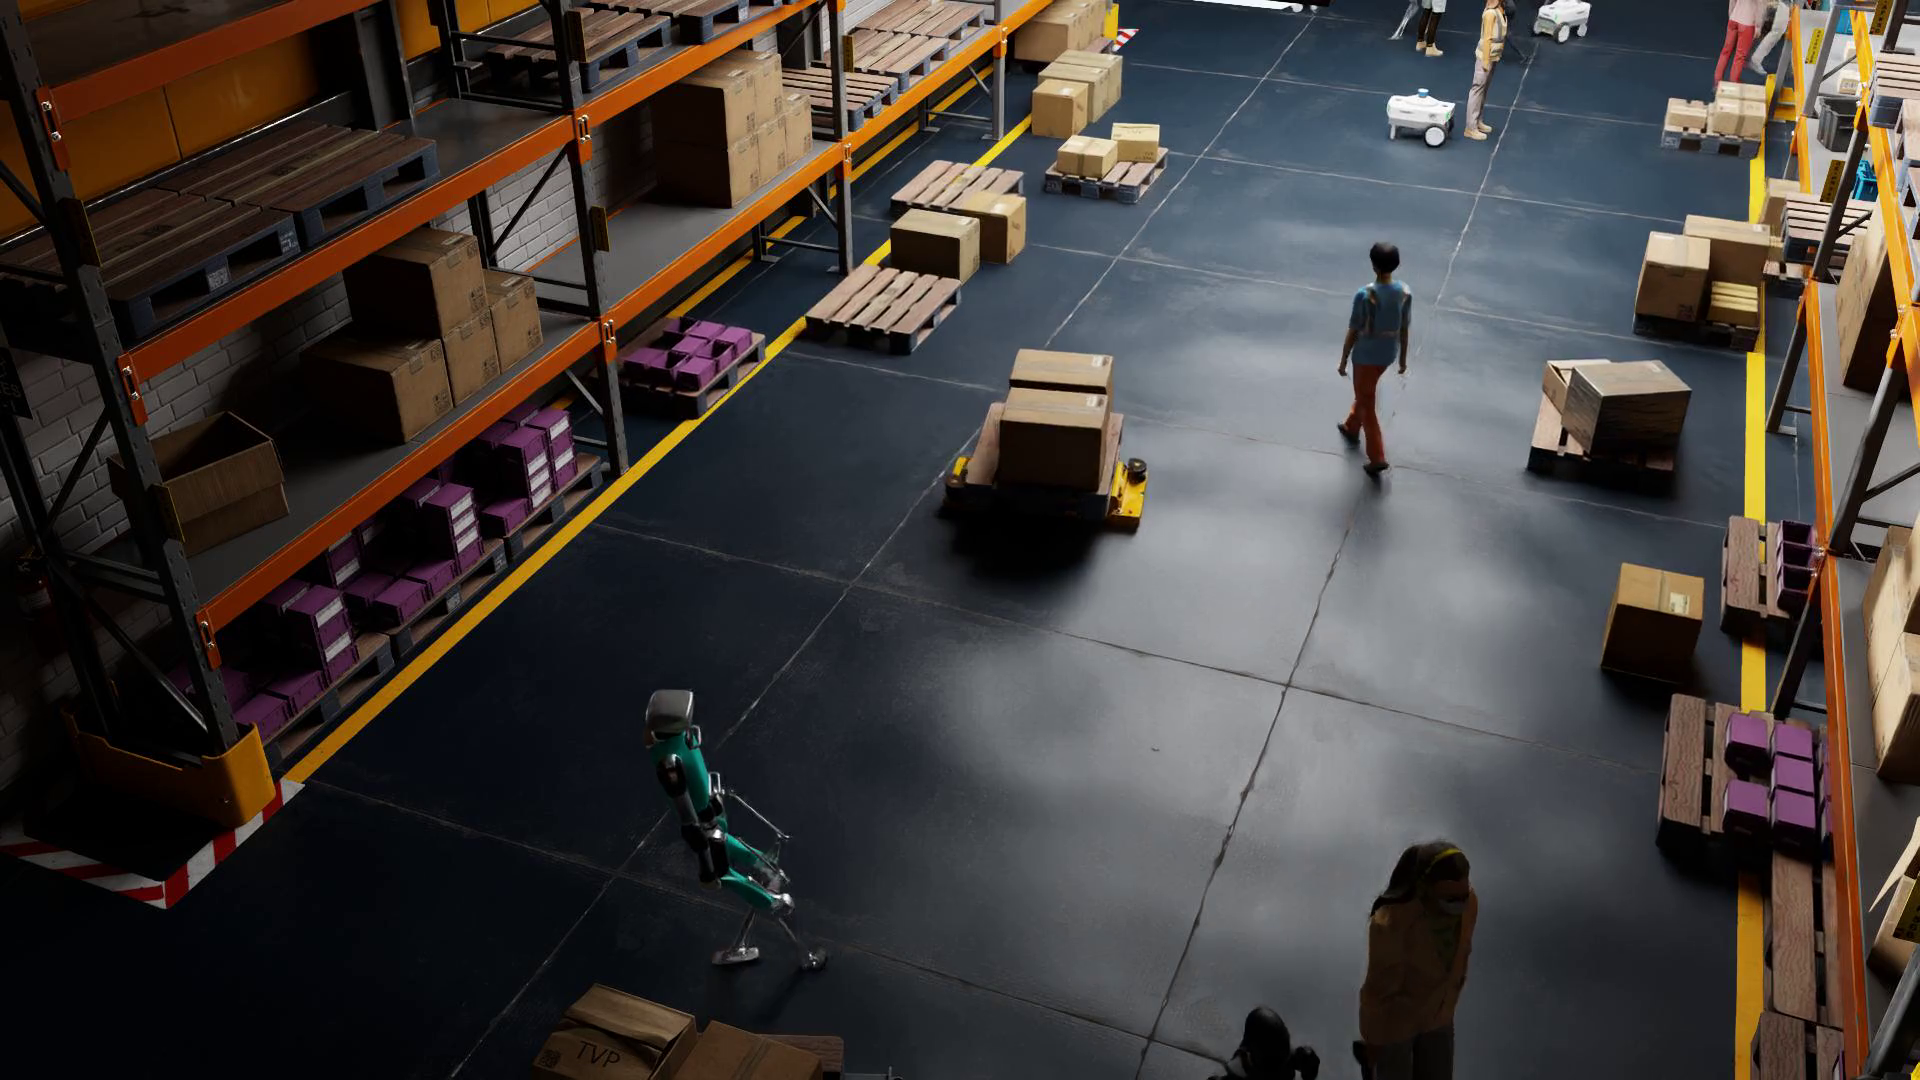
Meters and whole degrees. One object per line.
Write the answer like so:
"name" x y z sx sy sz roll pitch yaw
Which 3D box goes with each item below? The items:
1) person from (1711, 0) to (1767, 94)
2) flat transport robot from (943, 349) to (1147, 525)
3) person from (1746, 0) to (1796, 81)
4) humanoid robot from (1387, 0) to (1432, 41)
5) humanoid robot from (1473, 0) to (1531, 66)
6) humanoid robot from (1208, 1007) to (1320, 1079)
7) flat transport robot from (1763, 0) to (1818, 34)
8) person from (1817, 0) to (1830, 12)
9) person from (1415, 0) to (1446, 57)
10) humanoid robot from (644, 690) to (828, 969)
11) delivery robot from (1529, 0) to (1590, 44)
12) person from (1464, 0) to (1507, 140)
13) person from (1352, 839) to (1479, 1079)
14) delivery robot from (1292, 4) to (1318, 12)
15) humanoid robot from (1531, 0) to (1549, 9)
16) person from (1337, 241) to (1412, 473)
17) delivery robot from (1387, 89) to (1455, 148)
"person" 9.294 -6.113 19.680 0.327 1.759 0.522 -11 34 -16
"flat transport robot" 0.634 -0.406 12.220 1.431 0.231 0.659 5 33 8
"person" 10.183 -6.558 20.266 0.543 1.866 0.829 -16 36 -23
"humanoid robot" 6.051 -7.458 21.801 0.932 1.774 0.575 -16 36 -23
"humanoid robot" 6.925 -6.784 20.850 0.695 1.649 0.587 11 34 16
"humanoid robot" 1.126 2.362 6.669 0.609 1.629 0.675 -12 35 -18
"flat transport robot" 11.257 -6.855 22.201 0.659 0.231 1.431 -7 34 -11
"person" 10.802 -6.745 20.556 0.519 1.871 0.392 -16 36 -23
"person" 6.076 -7.032 21.166 0.319 1.693 0.531 -10 34 -14
"humanoid robot" -1.026 1.470 8.059 0.852 1.864 0.549 -5 33 -8
"delivery robot" 7.974 -6.910 22.040 0.811 0.614 0.499 -20 38 -27
"person" 5.899 -5.380 18.526 0.305 1.780 0.462 16 36 23
"person" 1.899 1.966 7.088 0.562 1.857 0.536 -14 35 -21
"delivery robot" 4.728 -7.745 23.332 0.525 0.613 0.784 -15 36 -22
"humanoid robot" 8.120 -8.054 22.782 0.591 1.633 0.701 17 37 24
"person" 3.102 -1.373 12.379 0.502 1.725 0.883 -10 34 -15
"delivery robot" 5.197 -4.750 18.693 0.781 0.610 0.517 13 35 19
